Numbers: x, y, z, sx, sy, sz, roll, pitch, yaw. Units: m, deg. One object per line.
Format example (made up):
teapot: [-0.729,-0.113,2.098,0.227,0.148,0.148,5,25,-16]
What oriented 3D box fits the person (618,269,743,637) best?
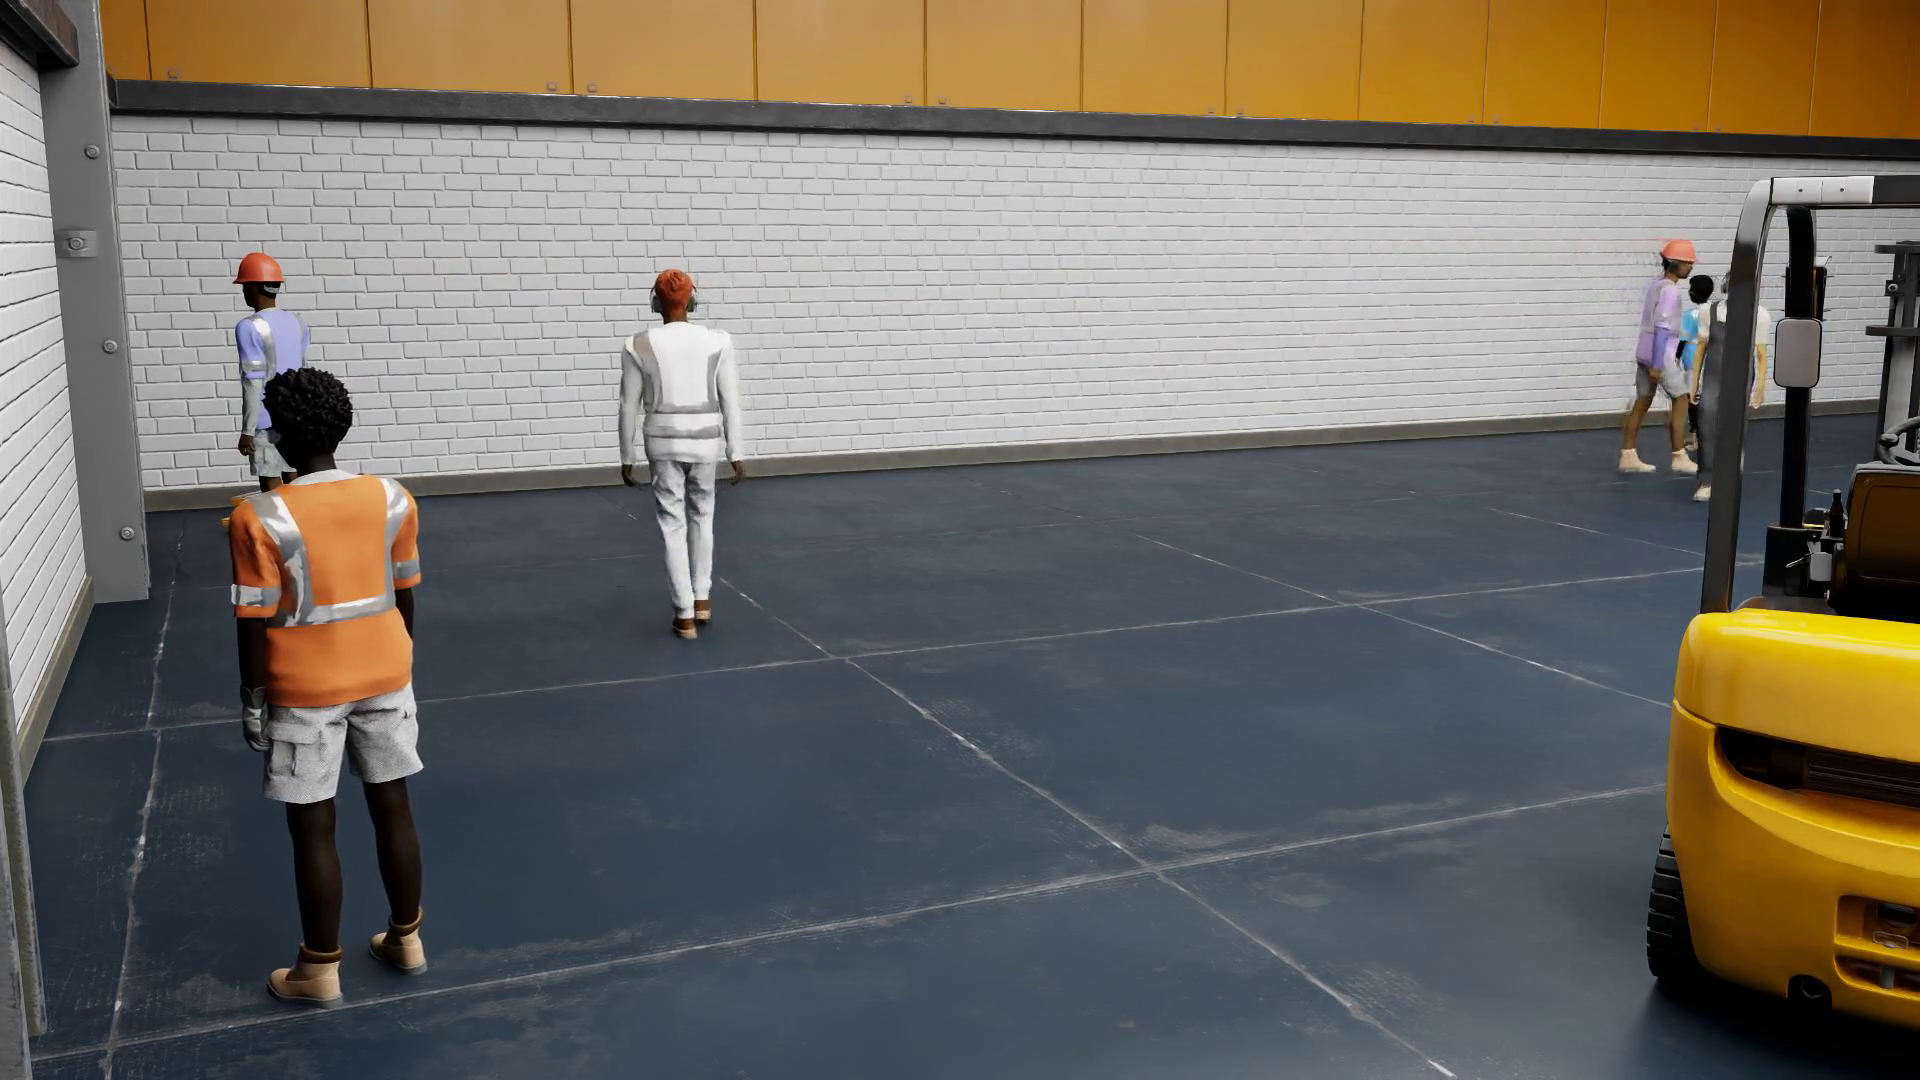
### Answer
person: [-1.460,-0.458,8.604,0.615,1.862,0.676,-3,11,-18]

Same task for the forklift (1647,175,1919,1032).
forklift: [2.810,0.094,4.662,1.214,2.155,2.313,7,12,34]

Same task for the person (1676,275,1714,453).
person: [6.950,-1.669,15.774,0.553,1.673,0.590,-5,12,-28]

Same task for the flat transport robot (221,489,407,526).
flat transport robot: [-4.660,-0.290,12.078,0.652,0.197,1.431,2,10,8]

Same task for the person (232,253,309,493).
person: [-4.071,-0.715,9.824,0.358,1.938,0.545,2,11,13]

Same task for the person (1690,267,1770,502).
person: [5.847,-1.174,12.688,0.542,1.817,0.747,6,12,30]

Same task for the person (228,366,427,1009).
person: [-1.665,0.390,4.420,0.317,1.693,0.536,9,13,40]

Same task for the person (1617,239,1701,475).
person: [6.105,-1.554,14.249,0.837,2.009,0.621,1,10,6]
